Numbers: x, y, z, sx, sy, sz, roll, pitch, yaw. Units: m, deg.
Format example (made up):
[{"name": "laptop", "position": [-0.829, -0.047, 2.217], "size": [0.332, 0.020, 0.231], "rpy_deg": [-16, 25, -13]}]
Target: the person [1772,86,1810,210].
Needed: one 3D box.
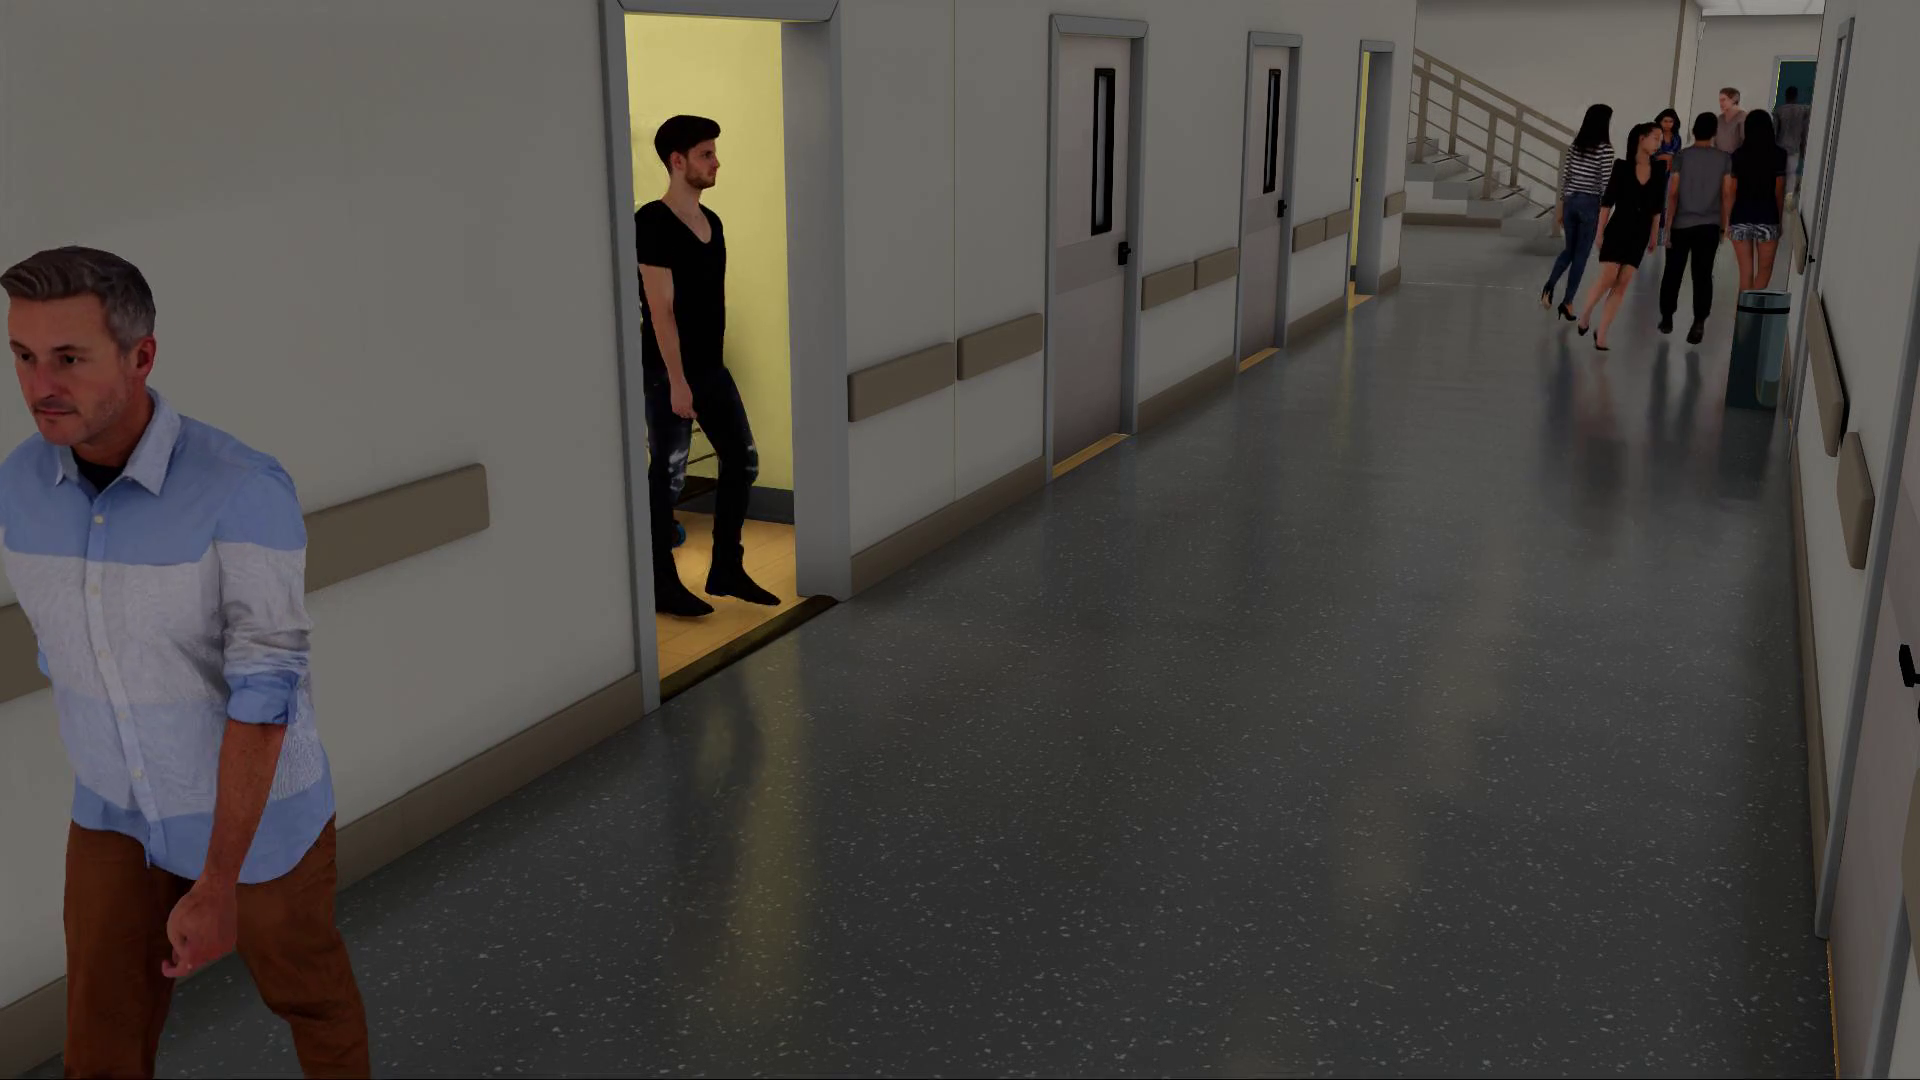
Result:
[{"name": "person", "position": [12.431, -5.860, 24.952], "size": [0.820, 1.823, 0.848], "rpy_deg": [4, 16, 13]}]

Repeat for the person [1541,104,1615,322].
[{"name": "person", "position": [5.067, -2.659, 13.690], "size": [0.845, 1.772, 0.802], "rpy_deg": [-11, 19, -33]}]

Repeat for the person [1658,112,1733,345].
[{"name": "person", "position": [5.623, -2.353, 12.696], "size": [1.141, 1.723, 0.784], "rpy_deg": [5, 16, 17]}]

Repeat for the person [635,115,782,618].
[{"name": "person", "position": [-1.123, -0.629, 6.287], "size": [0.719, 1.882, 0.685], "rpy_deg": [8, 18, 27]}]

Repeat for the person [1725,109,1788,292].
[{"name": "person", "position": [6.225, -2.463, 13.059], "size": [0.721, 1.738, 0.664], "rpy_deg": [9, 18, 29]}]

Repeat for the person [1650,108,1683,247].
[{"name": "person", "position": [8.434, -4.362, 20.014], "size": [0.599, 1.618, 0.743], "rpy_deg": [2, 16, 6]}]

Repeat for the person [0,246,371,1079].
[{"name": "person", "position": [-1.221, 0.414, 2.777], "size": [1.102, 1.780, 0.969], "rpy_deg": [2, 16, 7]}]

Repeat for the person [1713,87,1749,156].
[{"name": "person", "position": [9.317, -4.461, 20.002], "size": [1.245, 1.815, 1.262], "rpy_deg": [-9, 18, -29]}]

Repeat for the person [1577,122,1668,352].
[{"name": "person", "position": [4.925, -2.242, 12.396], "size": [0.782, 1.672, 0.832], "rpy_deg": [1, 16, 2]}]
